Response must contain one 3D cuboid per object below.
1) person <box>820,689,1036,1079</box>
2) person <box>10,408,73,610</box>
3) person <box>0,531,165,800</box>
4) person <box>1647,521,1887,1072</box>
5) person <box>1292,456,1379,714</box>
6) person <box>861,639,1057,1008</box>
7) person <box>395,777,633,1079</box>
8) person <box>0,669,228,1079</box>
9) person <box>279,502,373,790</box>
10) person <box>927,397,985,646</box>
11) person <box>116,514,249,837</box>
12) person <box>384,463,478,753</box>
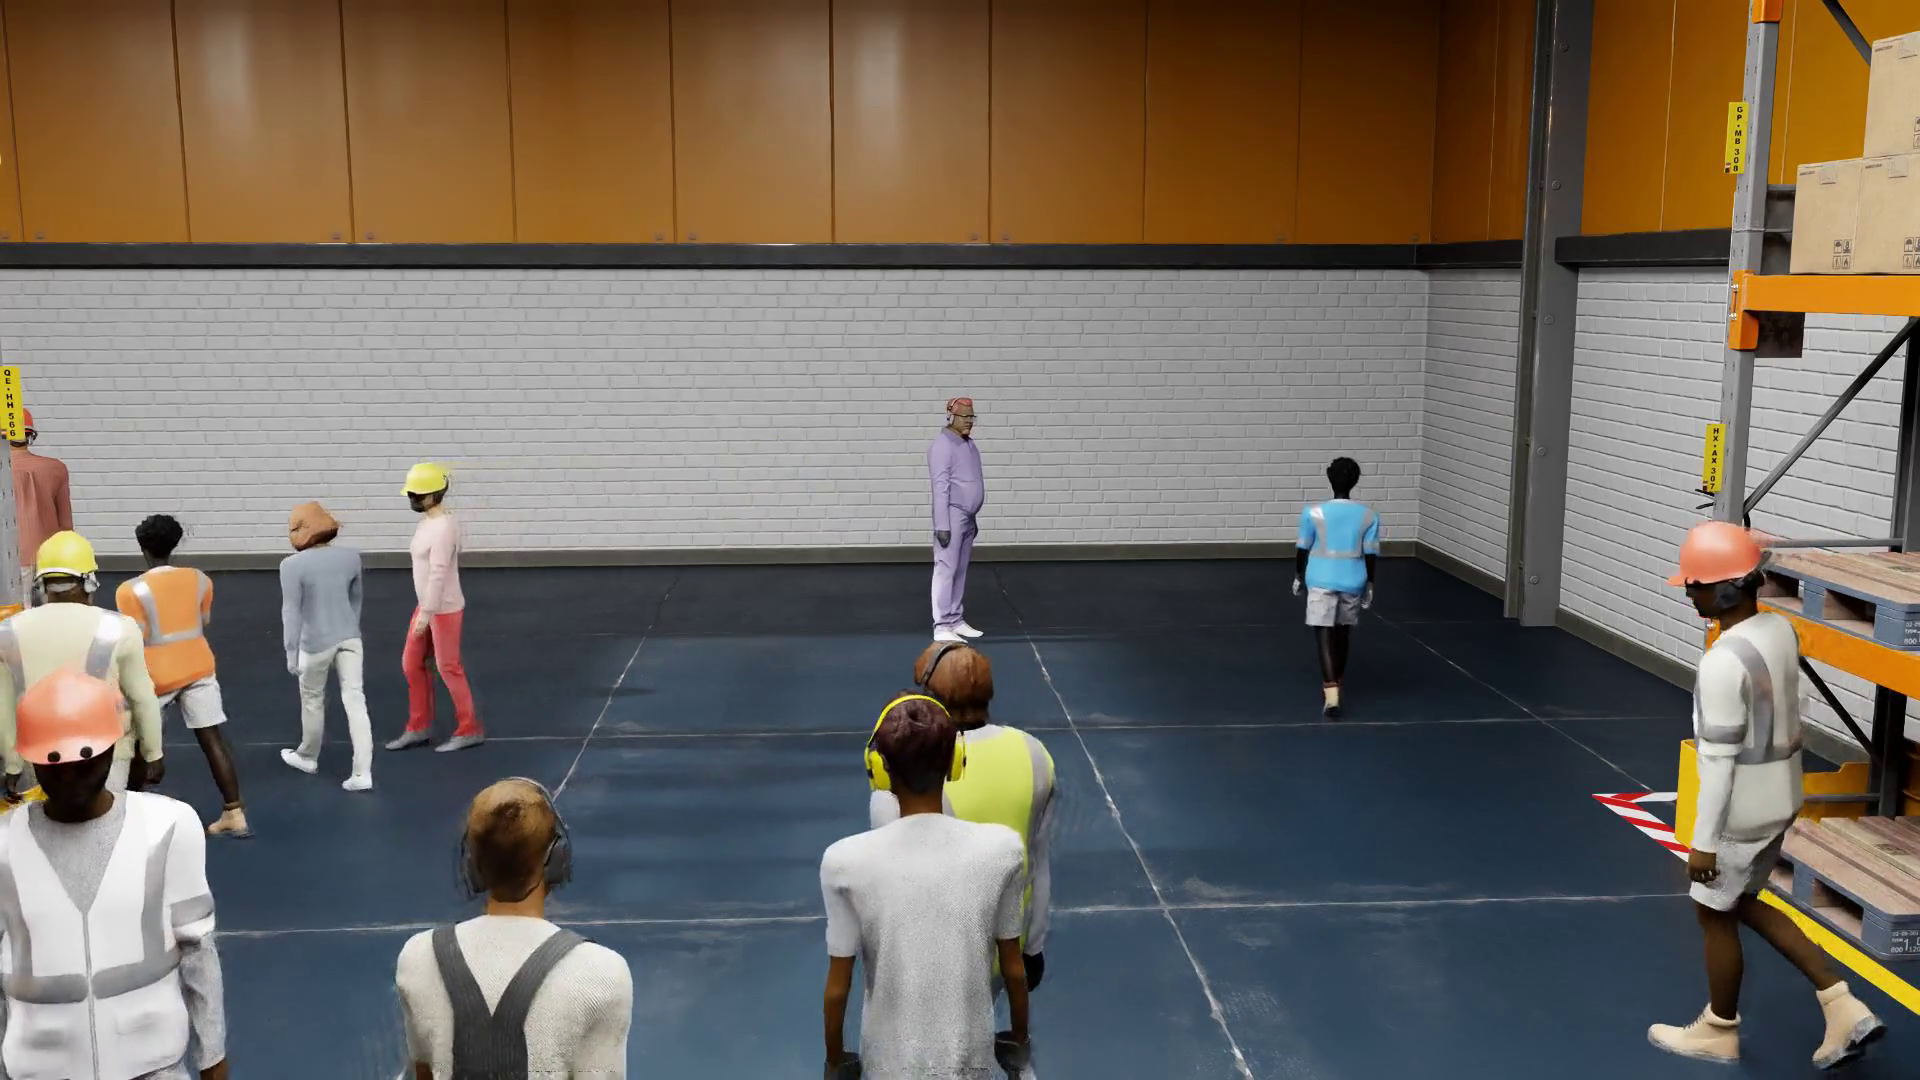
[{"bbox_3d":[-0.067,1.281,3.992,0.543,1.853,0.630,-1,9,-5],"label":"person"},{"bbox_3d":[-6.120,0.111,10.904,0.379,1.996,0.611,6,11,32],"label":"person"},{"bbox_3d":[-3.637,0.856,6.867,0.604,1.796,0.905,-1,9,-4],"label":"person"},{"bbox_3d":[2.780,0.933,5.741,0.714,2.003,0.665,8,12,43],"label":"person"},{"bbox_3d":[2.464,0.284,10.854,0.527,1.662,0.844,0,9,-3],"label":"person"},{"bbox_3d":[0.018,1.185,4.739,0.632,1.818,0.837,-7,12,-38],"label":"person"},{"bbox_3d":[-0.892,1.381,3.503,0.510,1.812,0.678,1,9,4],"label":"person"},{"bbox_3d":[-2.124,1.229,4.128,0.546,1.918,0.786,-4,10,-26],"label":"person"},{"bbox_3d":[-3.532,0.583,9.211,0.849,1.578,0.513,8,12,41],"label":"person"},{"bbox_3d":[-0.007,-0.151,12.836,0.399,1.905,0.642,4,10,22],"label":"person"},{"bbox_3d":[-3.980,0.689,8.388,0.874,1.637,0.539,6,11,31],"label":"person"},{"bbox_3d":[-3.115,0.416,9.762,0.565,1.743,0.541,-6,11,-33],"label":"person"}]
